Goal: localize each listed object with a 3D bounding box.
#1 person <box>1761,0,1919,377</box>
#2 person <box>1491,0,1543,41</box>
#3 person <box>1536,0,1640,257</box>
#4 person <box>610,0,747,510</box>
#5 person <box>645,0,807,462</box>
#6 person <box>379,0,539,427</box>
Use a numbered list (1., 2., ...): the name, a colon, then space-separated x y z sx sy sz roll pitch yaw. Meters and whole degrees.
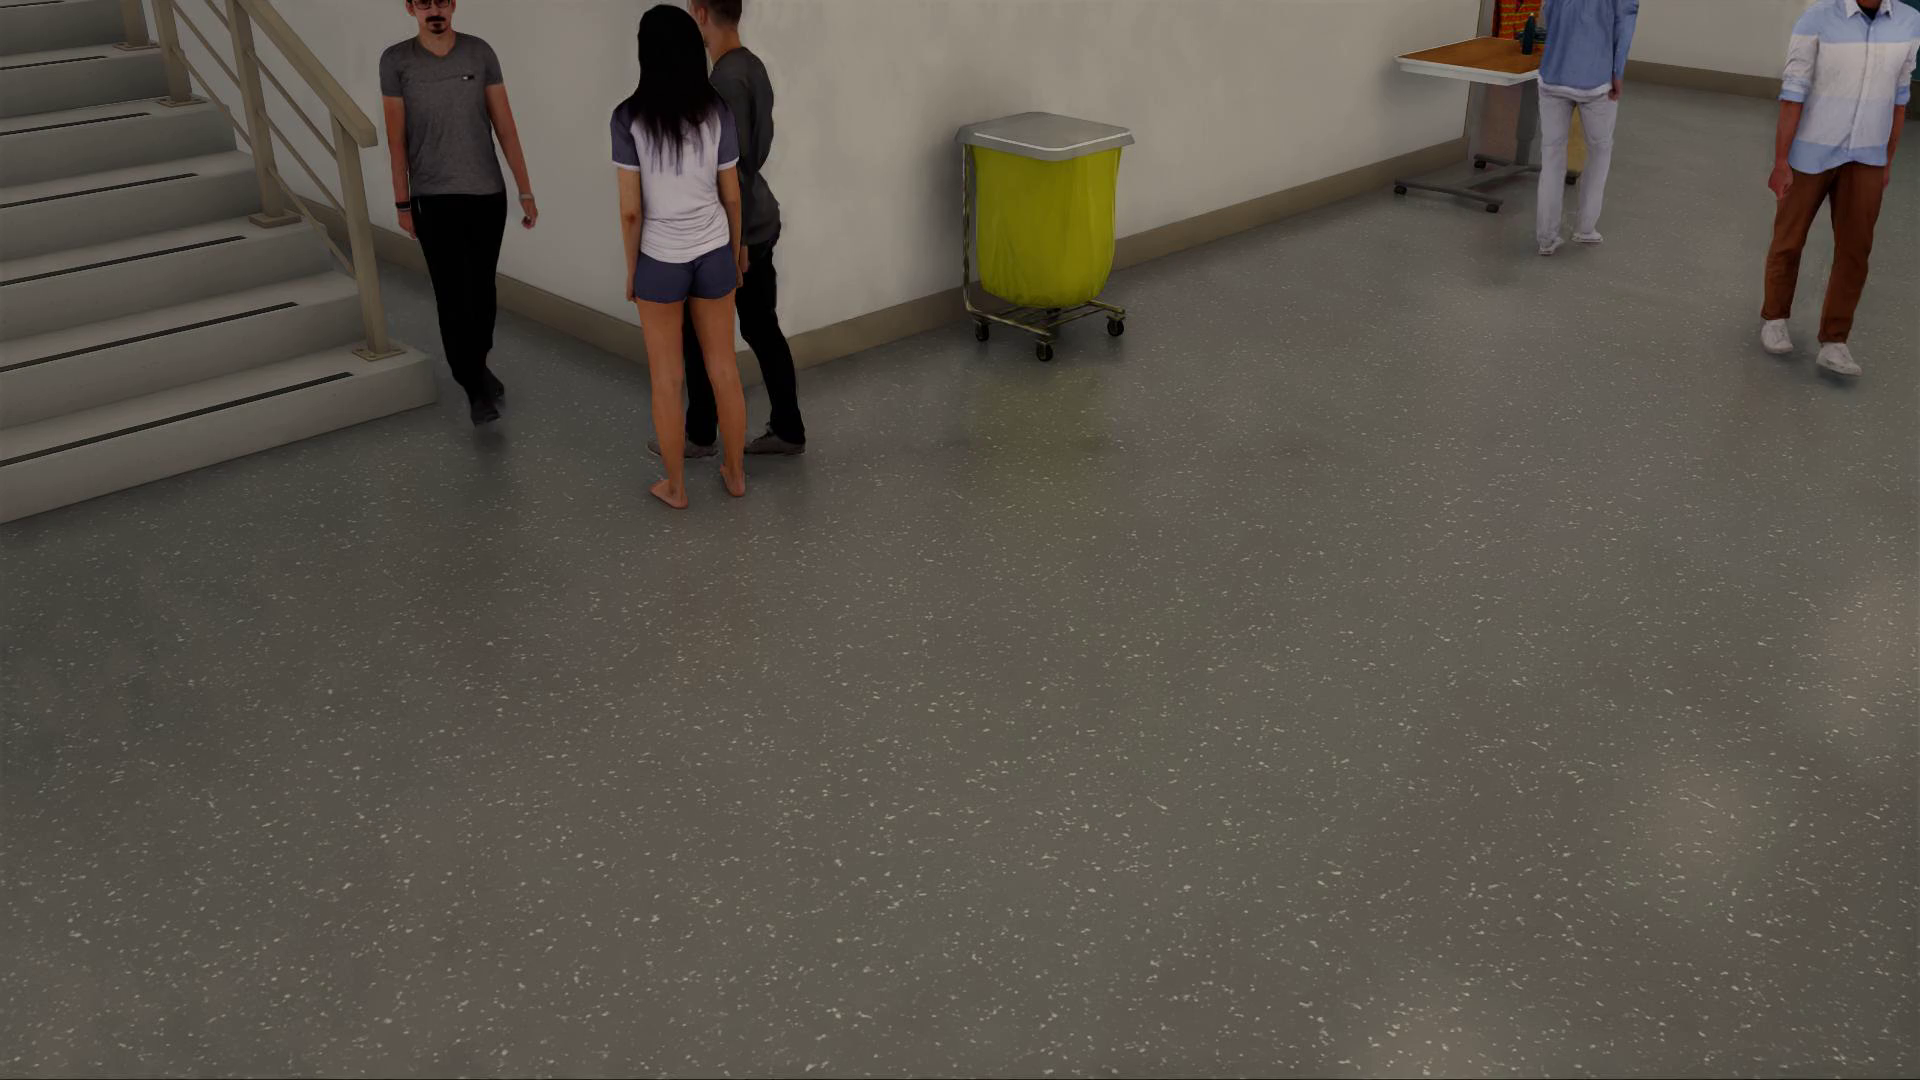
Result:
1. person: 3.706 -1.664 7.113 0.994 1.804 1.032 4 26 8
2. person: 4.553 -4.577 13.294 0.764 1.682 0.741 11 28 22
3. person: 3.135 -2.370 8.499 0.679 1.871 0.762 17 31 32
4. person: -0.947 -0.946 5.706 0.645 1.732 0.618 -12 28 -23
5. person: -0.721 -1.120 6.060 0.968 1.737 0.892 1 26 3
6. person: -2.004 -1.364 6.584 0.793 1.722 1.101 -16 30 -30
